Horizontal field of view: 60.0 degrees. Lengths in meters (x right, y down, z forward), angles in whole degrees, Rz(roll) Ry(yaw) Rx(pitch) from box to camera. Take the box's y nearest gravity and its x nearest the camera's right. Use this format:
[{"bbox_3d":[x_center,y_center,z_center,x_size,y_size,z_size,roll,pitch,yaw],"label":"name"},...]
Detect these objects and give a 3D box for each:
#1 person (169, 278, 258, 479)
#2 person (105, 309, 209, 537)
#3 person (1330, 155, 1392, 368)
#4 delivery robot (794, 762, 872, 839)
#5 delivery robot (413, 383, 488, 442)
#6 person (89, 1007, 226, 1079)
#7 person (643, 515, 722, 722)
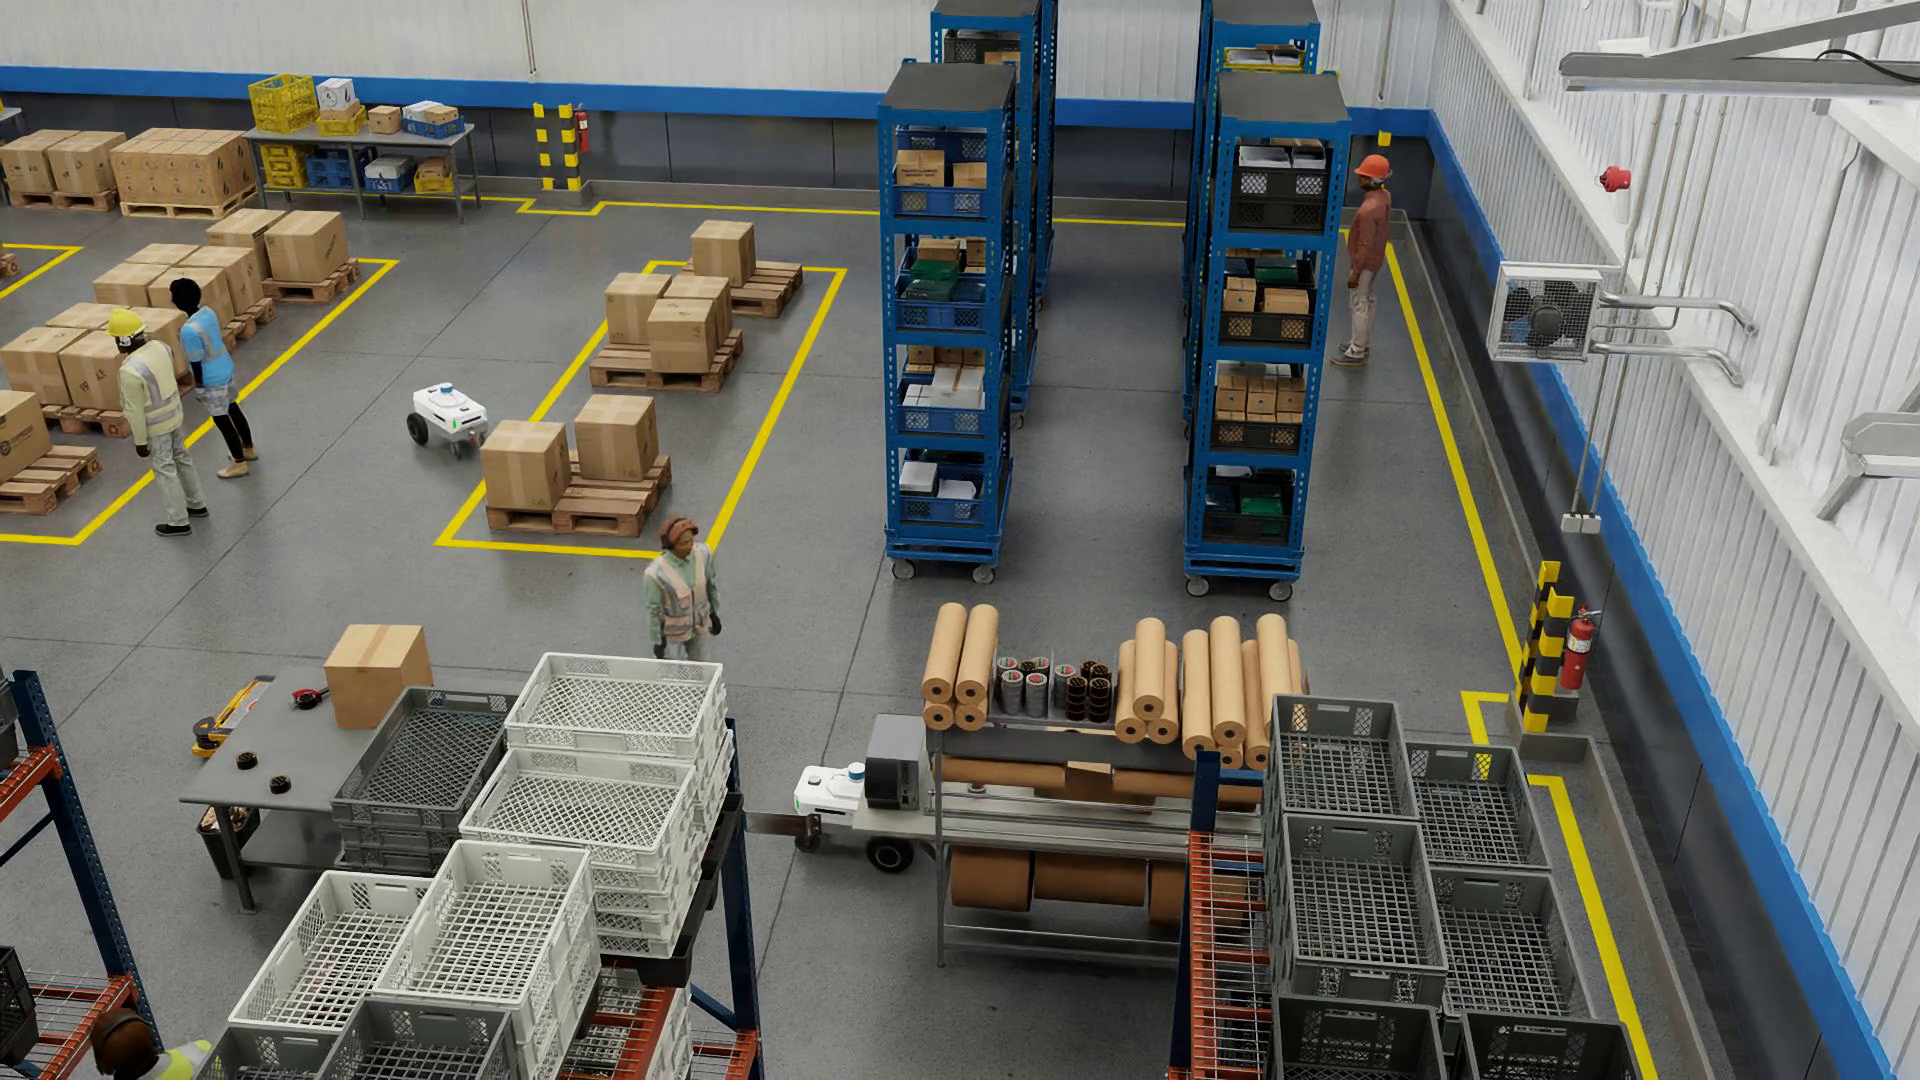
[{"bbox_3d":[-6.088,-1.329,13.536,0.326,1.686,0.547,-3,30,-5],"label":"person"},{"bbox_3d":[-6.127,-0.902,12.665,0.403,1.824,0.597,2,30,3],"label":"person"},{"bbox_3d":[3.732,-2.581,15.377,0.385,1.993,0.623,15,33,24],"label":"person"},{"bbox_3d":[-0.595,1.514,9.675,0.707,0.478,0.477,6,31,10],"label":"delivery robot"},{"bbox_3d":[-4.342,-1.101,14.166,0.707,0.478,0.477,26,39,37],"label":"delivery robot"},{"bbox_3d":[-3.156,2.572,6.677,0.429,1.846,0.625,22,37,32],"label":"person"},{"bbox_3d":[-1.714,0.557,10.354,0.528,1.627,0.322,-27,39,-38],"label":"person"}]
